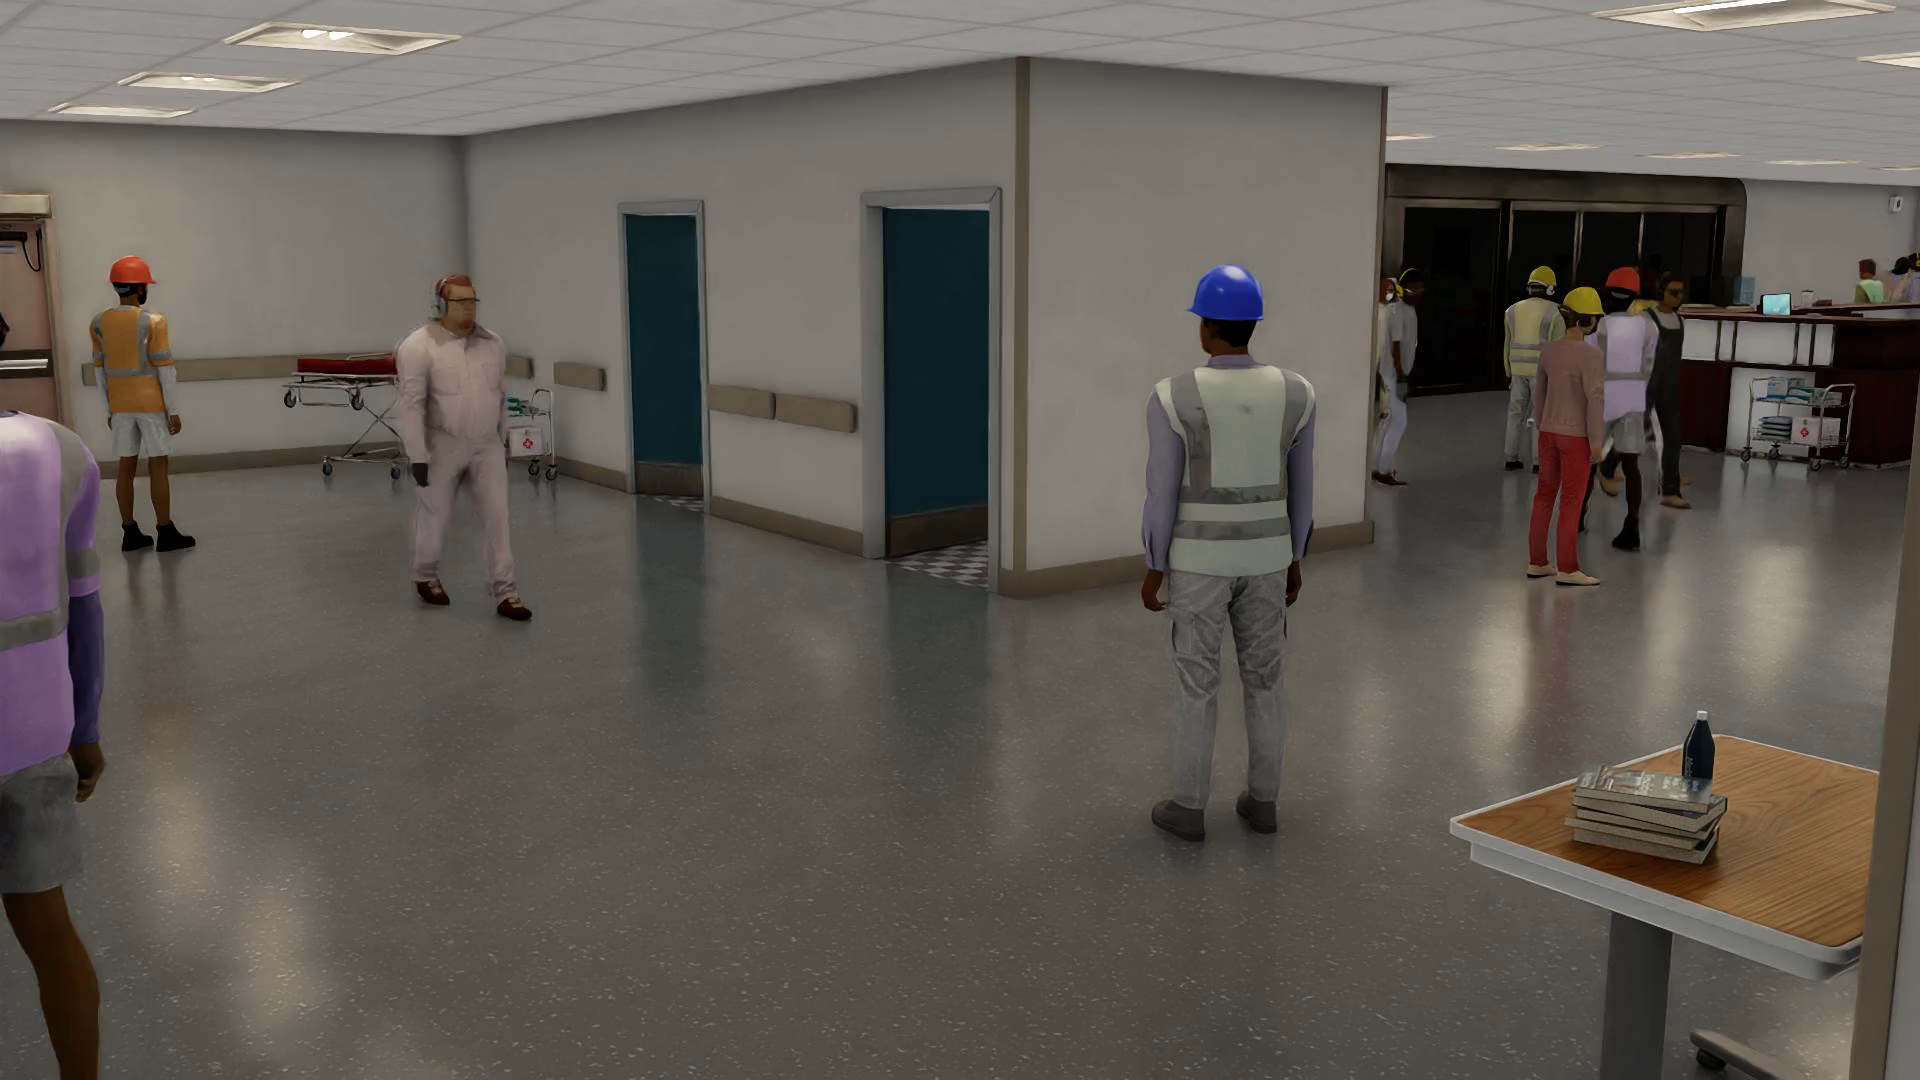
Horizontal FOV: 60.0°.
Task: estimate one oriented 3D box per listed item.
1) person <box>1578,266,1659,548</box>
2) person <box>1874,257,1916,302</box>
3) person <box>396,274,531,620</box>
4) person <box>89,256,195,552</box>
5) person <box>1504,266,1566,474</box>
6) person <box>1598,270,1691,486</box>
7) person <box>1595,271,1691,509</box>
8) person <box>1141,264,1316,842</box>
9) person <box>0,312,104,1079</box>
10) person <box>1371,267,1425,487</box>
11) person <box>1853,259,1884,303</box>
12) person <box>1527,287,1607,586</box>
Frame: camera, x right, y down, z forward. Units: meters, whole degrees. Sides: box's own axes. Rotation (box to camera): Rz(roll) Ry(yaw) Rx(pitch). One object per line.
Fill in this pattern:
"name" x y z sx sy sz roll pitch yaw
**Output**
"person" 4.422 -0.903 11.251 0.546 1.879 1.064 0 10 1
"person" 15.341 -3.753 27.431 0.659 1.810 0.433 7 12 33
"person" -2.749 -0.516 9.102 0.660 1.862 0.984 -9 14 -42
"person" -5.373 -0.883 10.918 0.545 1.938 0.357 1 10 8
"person" 5.079 -1.495 14.683 0.404 1.825 0.595 -9 13 -40
"person" 5.742 -1.355 13.953 0.659 1.804 0.620 -3 11 -17
"person" 5.355 -1.178 12.934 0.518 1.817 0.861 -4 11 -19
"person" 0.900 0.056 5.625 0.605 1.951 0.381 -3 10 -14
"person" -2.042 0.413 3.424 0.407 2.029 0.613 3 11 18
"person" 3.662 -1.360 13.926 0.450 1.816 0.680 4 11 21
"person" 12.016 -2.809 22.038 0.585 1.820 0.456 -9 13 -40
"person" 3.641 -0.617 9.908 0.327 1.767 0.533 -4 11 -20
